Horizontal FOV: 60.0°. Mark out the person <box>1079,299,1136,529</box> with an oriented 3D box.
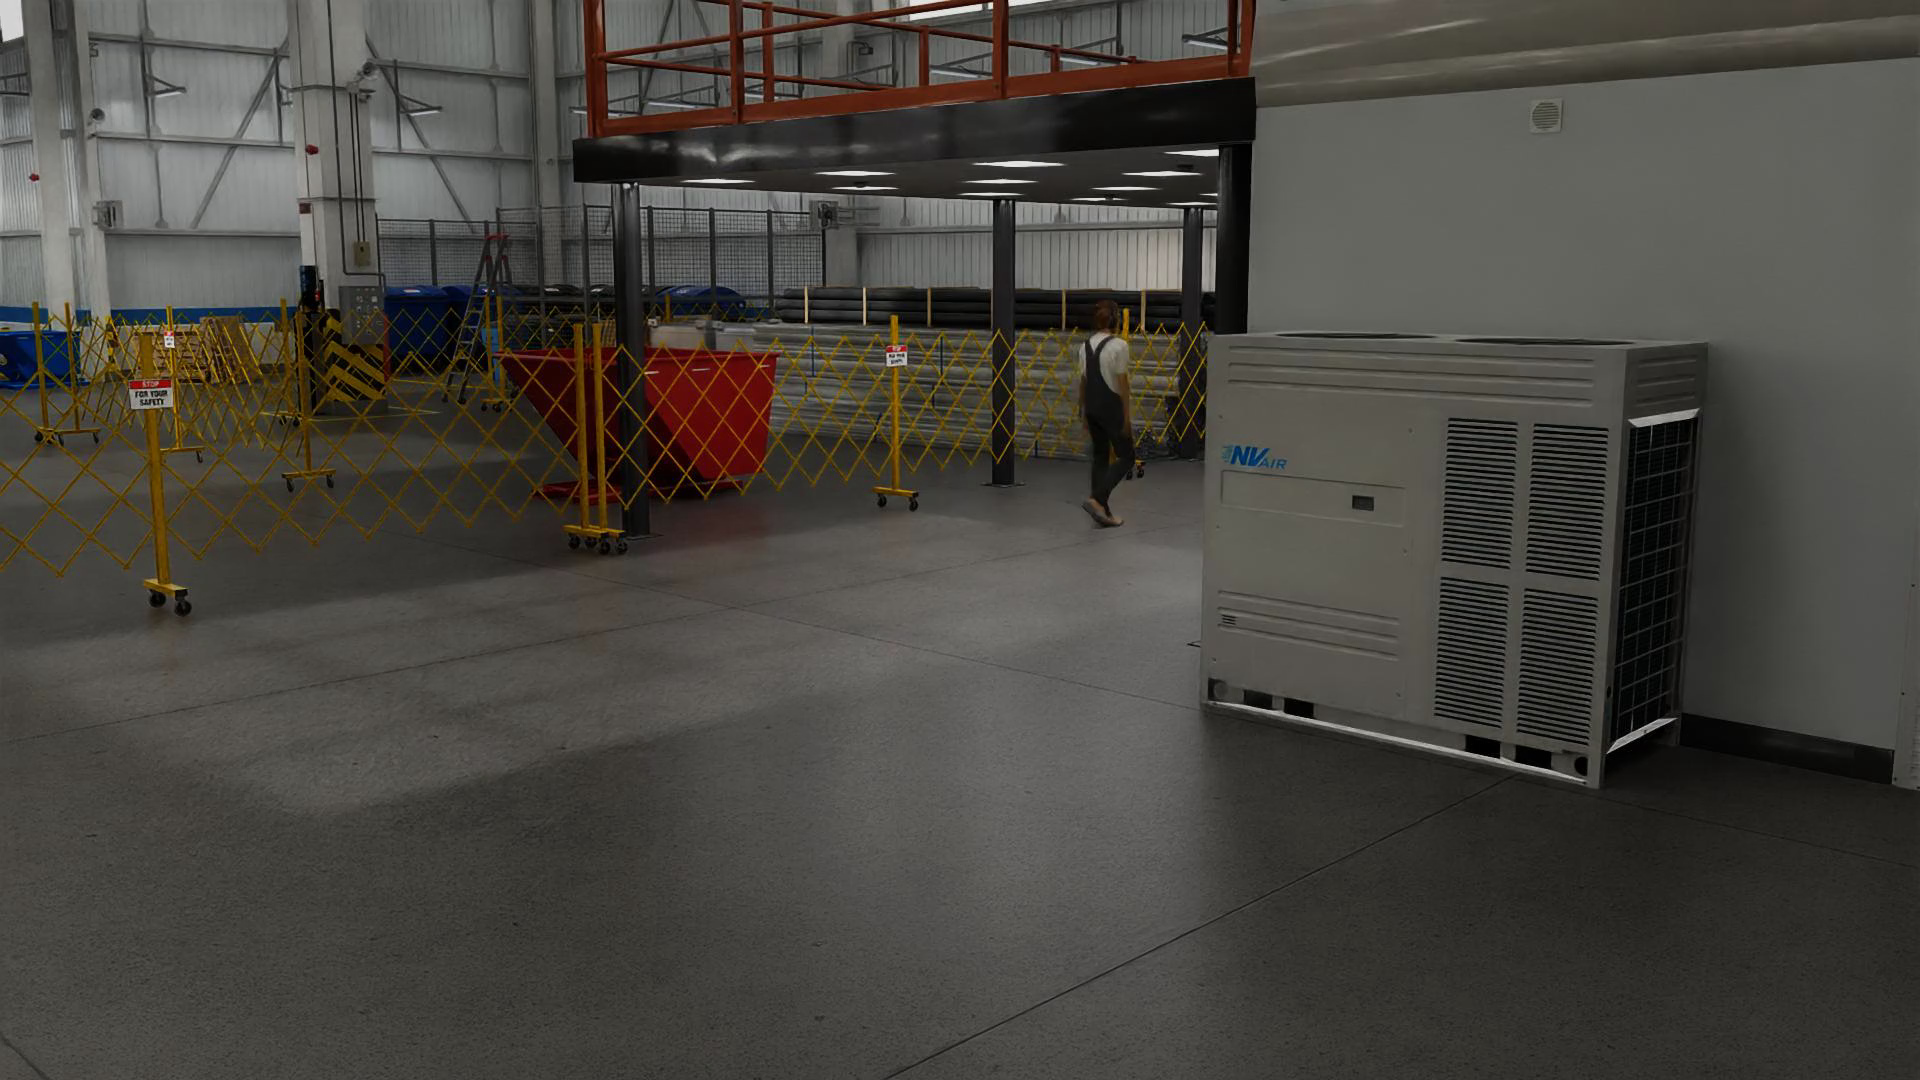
[{"bbox_3d":[1.157,-0.985,13.187,0.434,1.832,0.550,-8,12,-41],"label":"person"}]
